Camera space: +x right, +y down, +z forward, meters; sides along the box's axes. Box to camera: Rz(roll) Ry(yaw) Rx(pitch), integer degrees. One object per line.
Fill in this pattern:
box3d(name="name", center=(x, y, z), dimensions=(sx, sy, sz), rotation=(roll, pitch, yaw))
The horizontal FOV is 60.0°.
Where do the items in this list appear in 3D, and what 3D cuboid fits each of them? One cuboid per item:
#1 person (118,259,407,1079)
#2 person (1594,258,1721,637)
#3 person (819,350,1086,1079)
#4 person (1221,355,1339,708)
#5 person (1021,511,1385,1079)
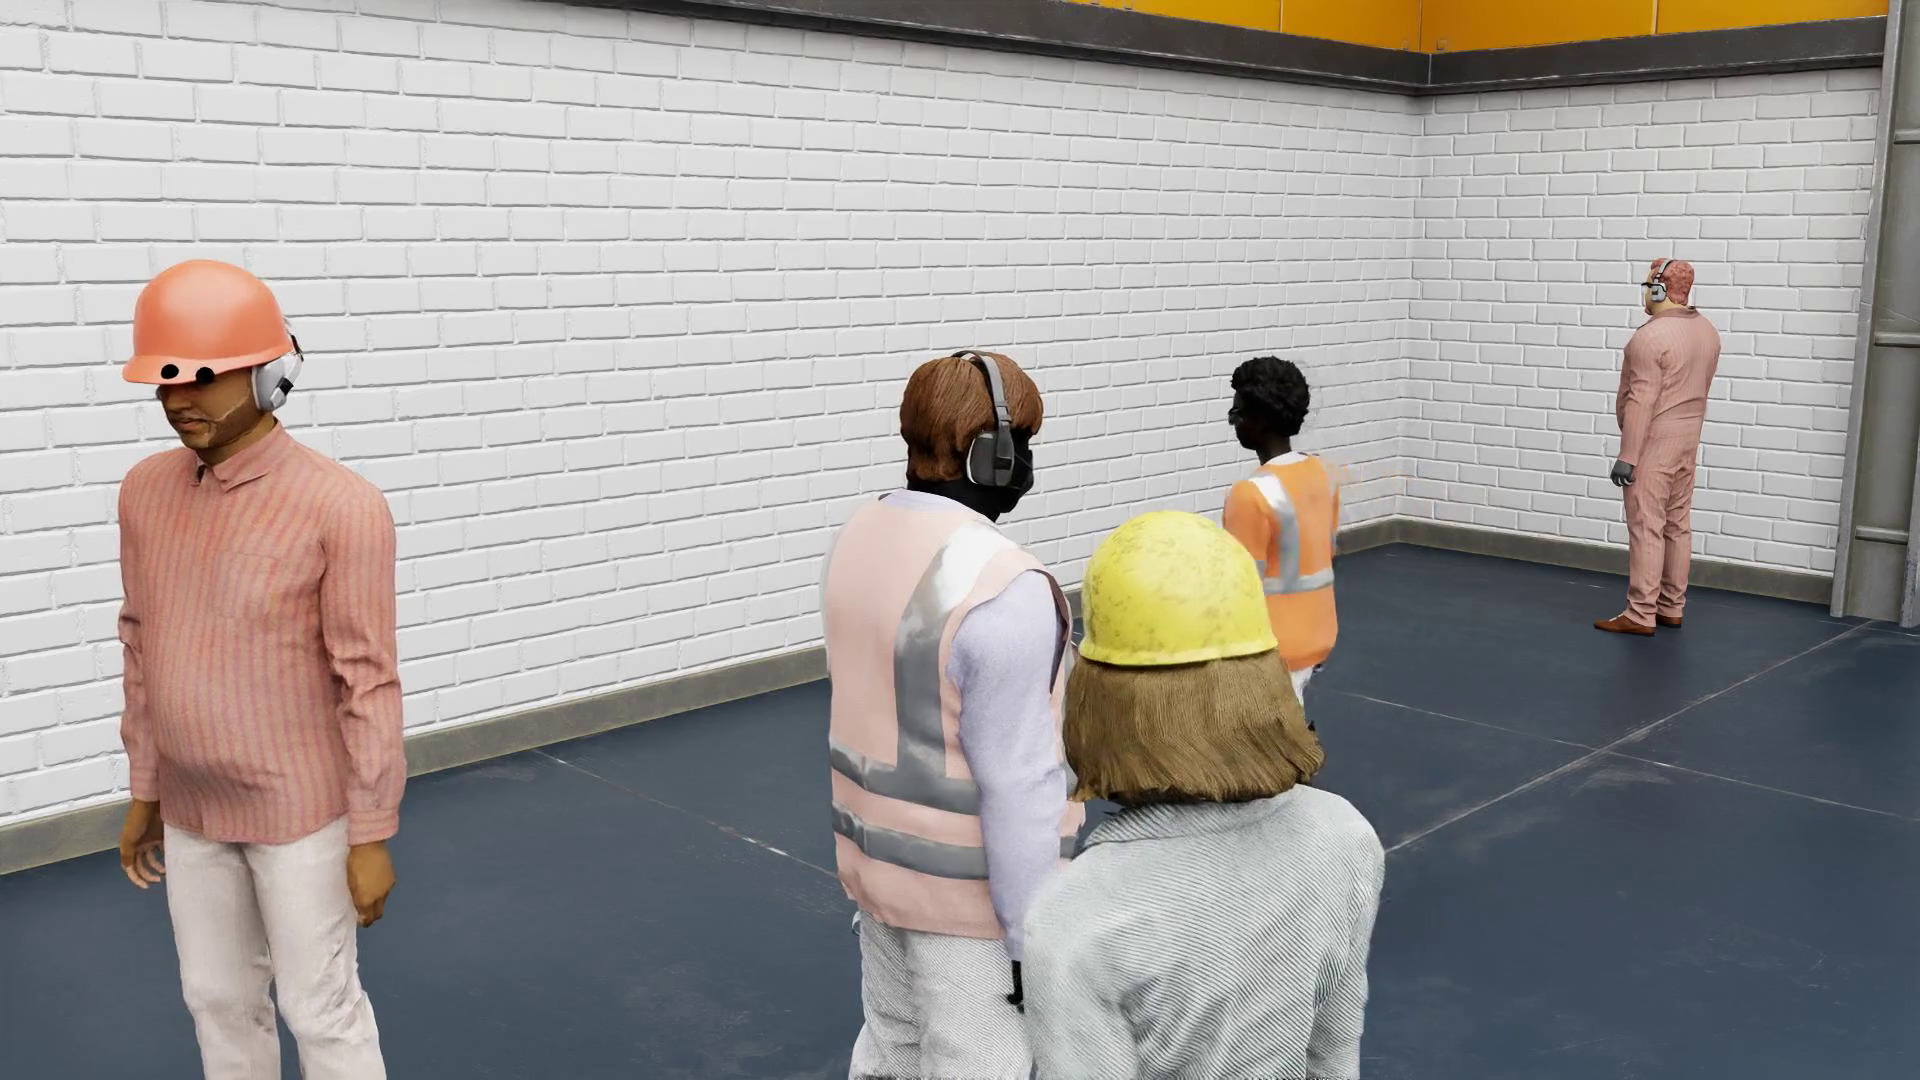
box3d(name="person", center=(-1.296, 0.486, 3.068), dimensions=(0.614, 1.982, 0.404), rotation=(4, 11, 23))
box3d(name="person", center=(3.531, -0.465, 8.448), dimensions=(0.643, 1.909, 0.410), rotation=(-8, 13, -37))
box3d(name="person", center=(-0.003, 0.593, 2.884), dimensions=(0.428, 1.836, 0.625), rotation=(-5, 12, -27))
box3d(name="person", center=(0.846, 0.309, 4.825), dimensions=(0.570, 1.679, 0.559), rotation=(7, 13, 34))
box3d(name="person", center=(0.239, 0.830, 1.845), dimensions=(0.483, 1.738, 0.312), rotation=(-8, 13, -36))
